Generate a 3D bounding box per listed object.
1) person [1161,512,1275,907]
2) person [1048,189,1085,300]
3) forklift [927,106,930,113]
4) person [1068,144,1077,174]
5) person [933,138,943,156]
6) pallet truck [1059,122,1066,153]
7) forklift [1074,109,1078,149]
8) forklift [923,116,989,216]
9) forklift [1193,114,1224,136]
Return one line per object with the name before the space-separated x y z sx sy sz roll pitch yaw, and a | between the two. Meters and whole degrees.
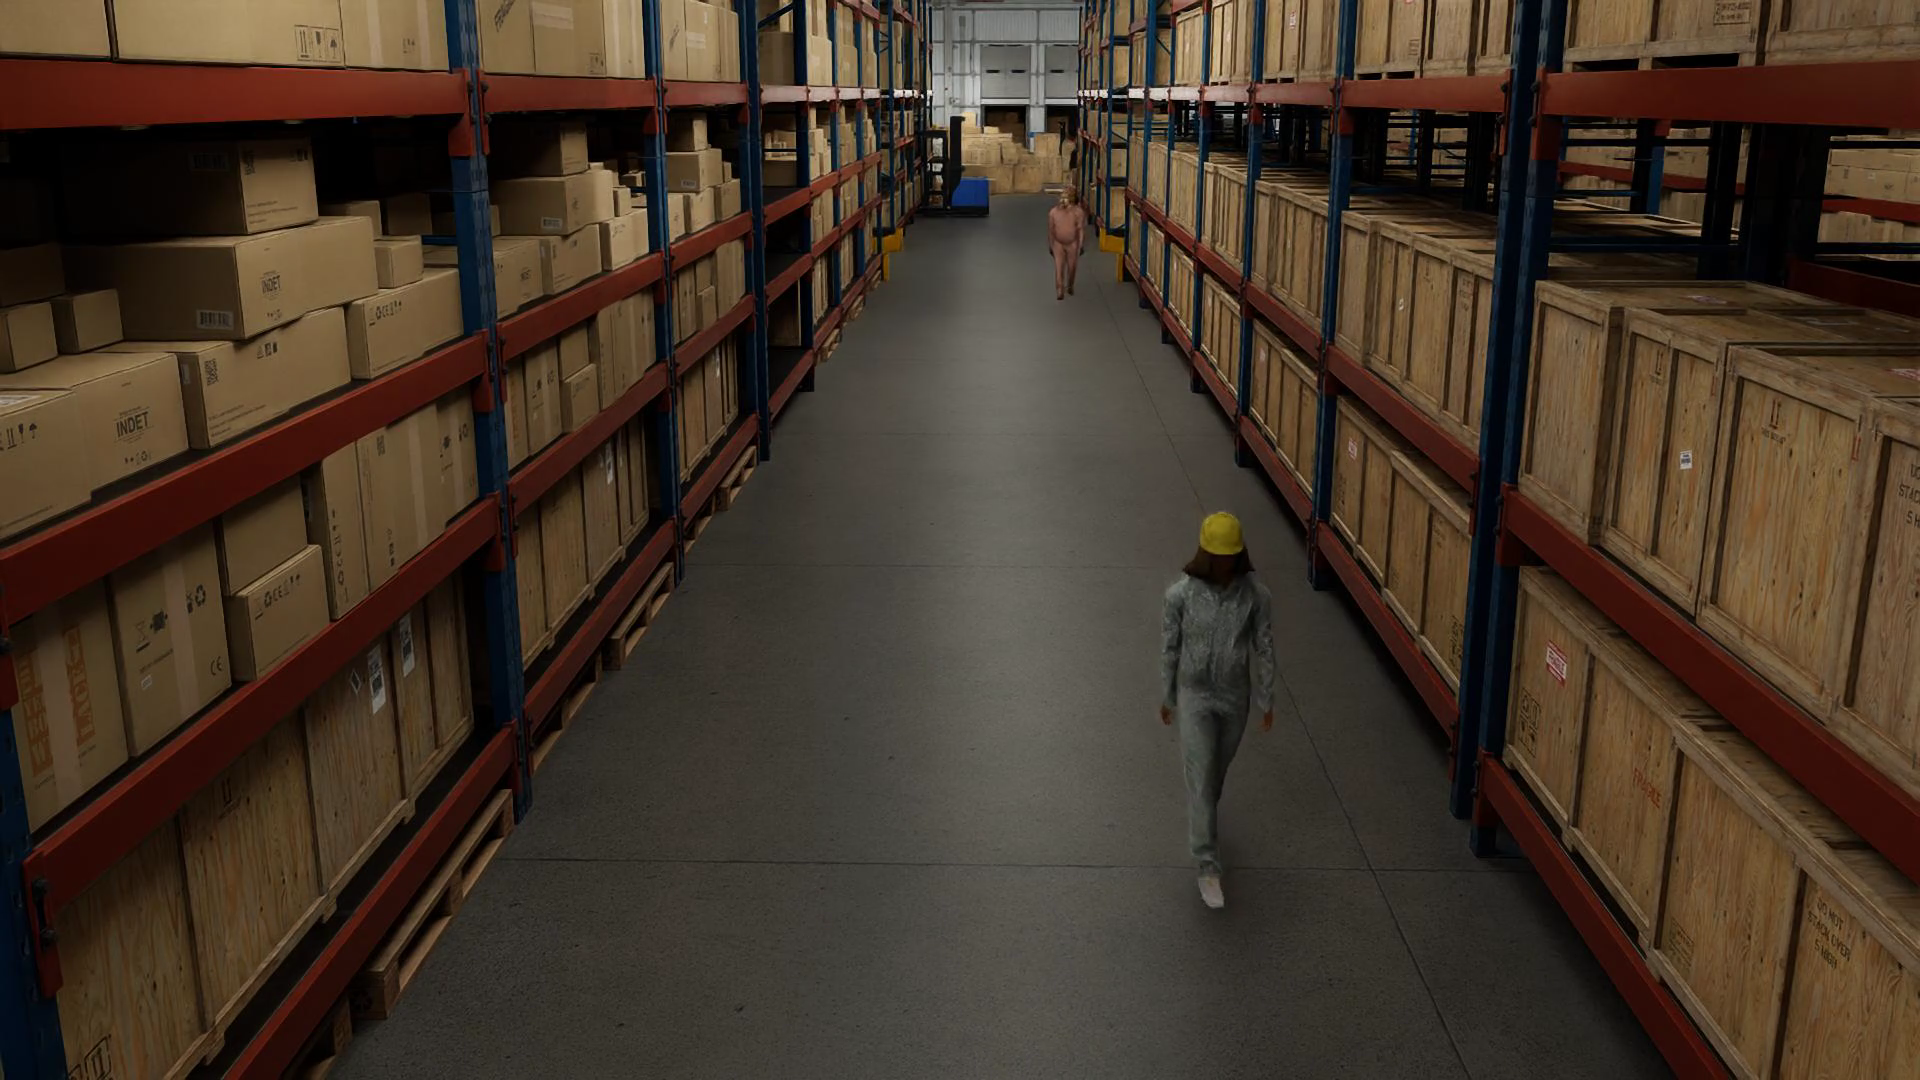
person | 1.146 0.678 7.500 0.498 1.705 0.876 -1 15 -4
person | 1.834 -5.123 28.759 0.645 1.879 0.842 1 15 5
forklift | -2.001 -20.667 84.687 1.129 2.768 1.873 0 15 2
person | 4.026 -12.787 57.206 0.878 1.933 0.644 -13 20 -40
person | -0.930 -15.922 68.903 0.660 1.929 0.649 4 15 13
pallet truck | 5.788 -21.111 88.014 1.885 1.965 0.823 5 16 18
forklift | 5.346 -17.067 71.294 1.129 2.768 1.873 9 17 29
forklift | -0.099 -10.752 47.794 1.873 2.768 1.129 0 15 2
forklift | 7.929 -12.255 53.388 1.129 2.768 1.873 0 15 1
